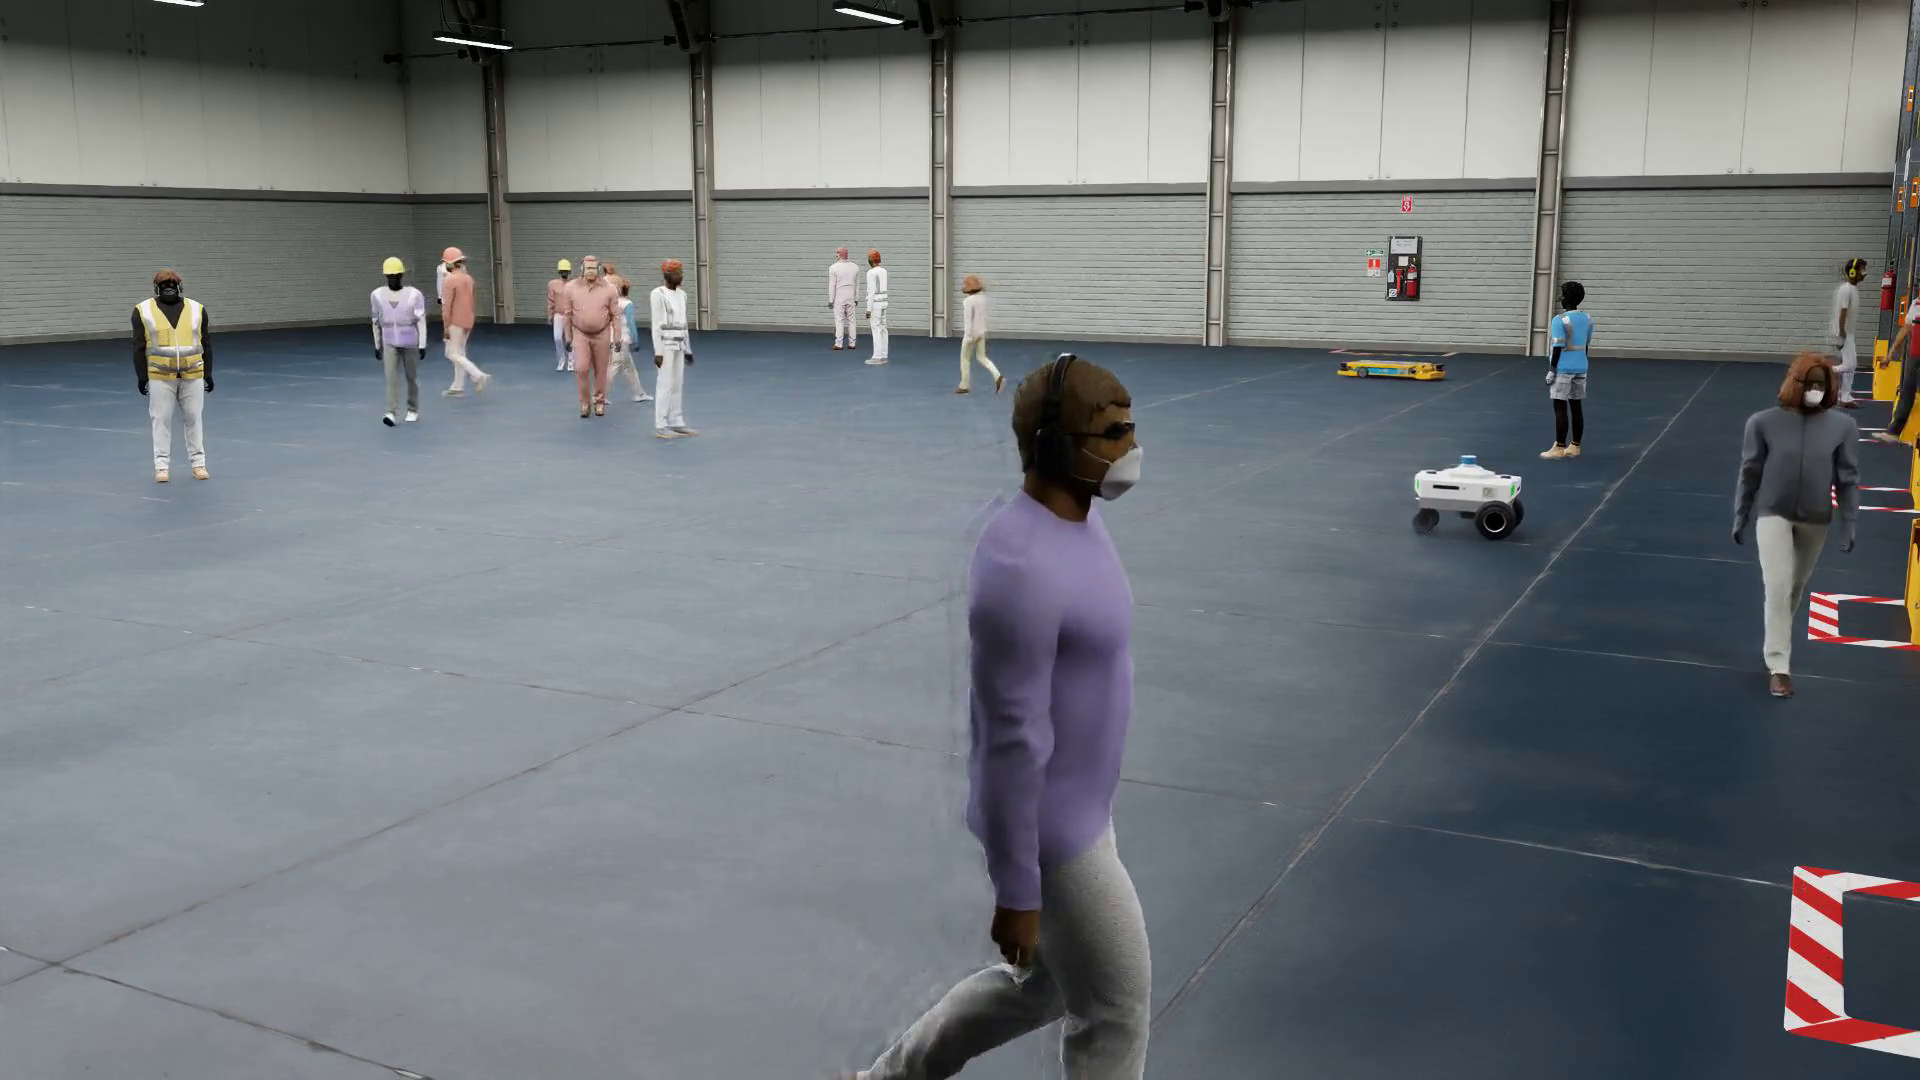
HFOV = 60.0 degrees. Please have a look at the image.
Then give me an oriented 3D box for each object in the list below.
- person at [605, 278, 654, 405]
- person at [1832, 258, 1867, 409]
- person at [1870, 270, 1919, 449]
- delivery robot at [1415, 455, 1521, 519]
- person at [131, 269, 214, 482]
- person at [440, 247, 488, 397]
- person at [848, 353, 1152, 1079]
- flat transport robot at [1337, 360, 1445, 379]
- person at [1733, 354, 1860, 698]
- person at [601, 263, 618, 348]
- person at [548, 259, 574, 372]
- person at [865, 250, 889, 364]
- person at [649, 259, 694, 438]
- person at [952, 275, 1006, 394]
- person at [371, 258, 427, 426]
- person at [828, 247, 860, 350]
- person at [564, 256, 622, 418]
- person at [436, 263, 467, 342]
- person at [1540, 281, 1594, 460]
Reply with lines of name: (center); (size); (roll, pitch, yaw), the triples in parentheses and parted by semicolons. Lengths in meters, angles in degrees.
person: (-4.297, -2.513, 21.053); (0.883, 1.595, 0.518); (-9, 13, -39)
person: (10.852, -2.531, 20.469); (0.635, 1.855, 0.515); (7, 12, 32)
person: (9.529, -1.819, 16.676); (0.553, 1.804, 0.814); (-9, 14, -41)
delivery robot: (3.628, -0.362, 11.899); (0.707, 0.478, 0.477); (5, 11, 25)
person: (-6.815, -1.425, 14.448); (0.634, 1.841, 0.429); (-7, 12, -33)
person: (-6.543, -2.842, 21.808); (0.738, 1.976, 0.638); (3, 11, 17)
person: (0.125, 0.574, 3.365); (0.847, 1.913, 0.637); (2, 11, 11)
flat transport robot: (6.464, -2.562, 24.933); (1.431, 0.197, 0.652); (7, 13, 34)
person: (3.984, -0.100, 7.938); (0.509, 1.580, 0.872); (2, 11, 12)
person: (-6.702, -4.437, 31.496); (0.819, 1.599, 0.531); (5, 11, 25)
person: (-6.161, -3.495, 25.964); (0.555, 1.745, 0.554); (-1, 10, -8)
person: (-1.385, -3.853, 27.575); (0.362, 1.883, 0.575); (5, 12, 26)
person: (-3.063, -2.024, 17.602); (0.339, 1.882, 0.582); (5, 11, 23)
person: (0.241, -2.742, 22.259); (0.718, 1.609, 0.511); (7, 13, 34)
person: (-6.315, -2.228, 18.730); (0.610, 1.870, 0.978); (-1, 10, -6)
person: (-2.180, -4.497, 31.010); (0.643, 1.912, 0.410); (-7, 13, -34)
person: (-4.301, -2.375, 19.489); (0.672, 1.881, 0.719); (-2, 11, -12)
person: (-10.190, -4.886, 33.336); (0.622, 1.839, 0.429); (-9, 13, -39)
person: (5.785, -1.608, 15.843); (0.541, 1.696, 0.316); (-7, 12, -33)
